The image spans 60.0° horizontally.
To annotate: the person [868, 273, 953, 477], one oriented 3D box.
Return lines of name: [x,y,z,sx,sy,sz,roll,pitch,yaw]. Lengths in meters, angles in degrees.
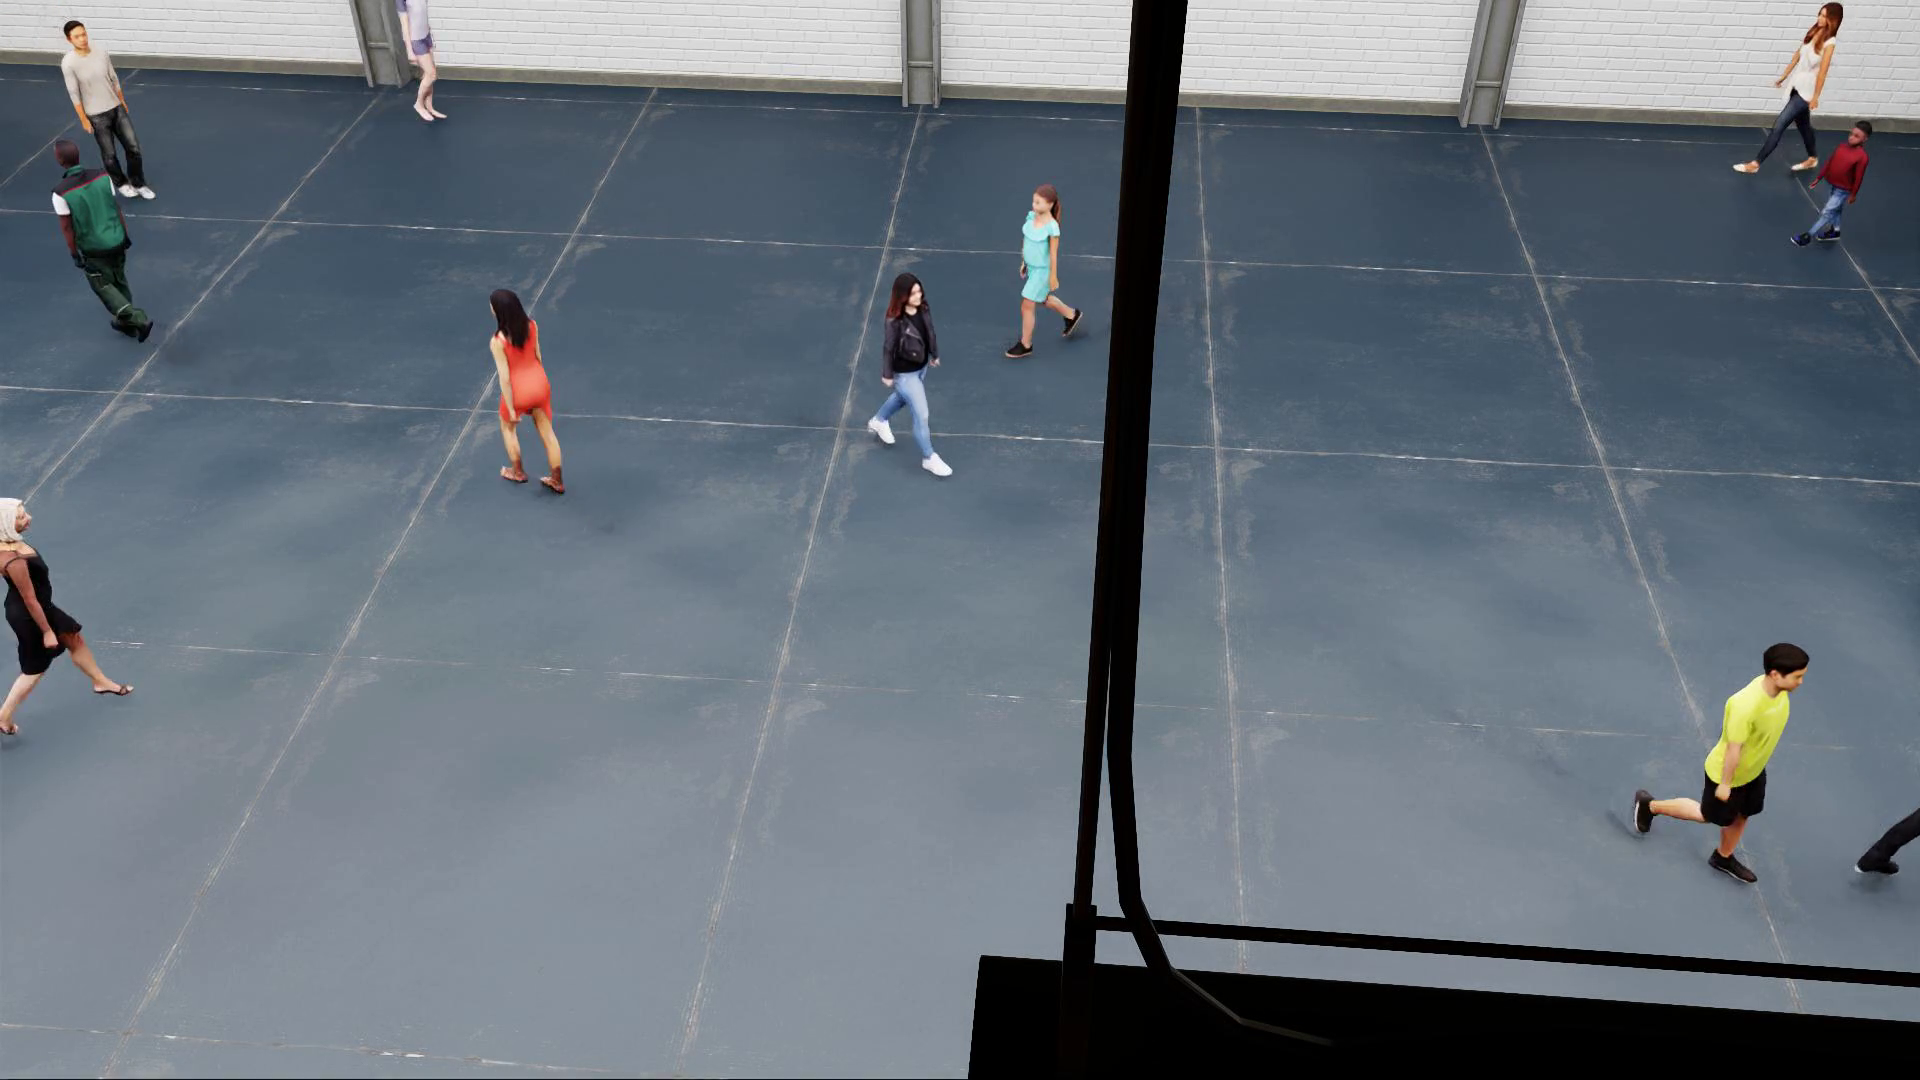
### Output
person: [-0.439,-1.296,12.563,1.190,1.595,1.004,25,45,28]

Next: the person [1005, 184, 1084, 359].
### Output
person: [0.730,-2.263,13.821,1.074,1.537,0.871,-17,42,-20]

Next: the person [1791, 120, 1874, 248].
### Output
person: [8.186,-3.287,15.349,0.894,1.230,0.669,-7,39,-9]

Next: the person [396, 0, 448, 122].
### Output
person: [-5.730,-5.227,17.359,0.615,1.752,0.609,7,39,9]

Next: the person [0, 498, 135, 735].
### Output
person: [-5.788,0.507,10.216,1.178,1.708,1.030,-22,43,-25]

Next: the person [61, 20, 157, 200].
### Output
person: [-8.281,-4.143,15.968,0.897,1.796,0.849,26,45,29]

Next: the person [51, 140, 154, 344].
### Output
person: [-7.069,-2.431,13.803,1.079,1.822,0.937,23,44,26]

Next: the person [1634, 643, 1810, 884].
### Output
person: [4.293,1.217,9.344,1.009,1.687,1.053,-27,46,-30]

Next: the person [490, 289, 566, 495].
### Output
person: [-3.110,-1.040,12.160,0.919,1.699,0.837,30,47,32]

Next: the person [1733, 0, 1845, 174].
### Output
person: [8.362,-4.389,16.320,1.088,1.740,0.591,1,39,2]
